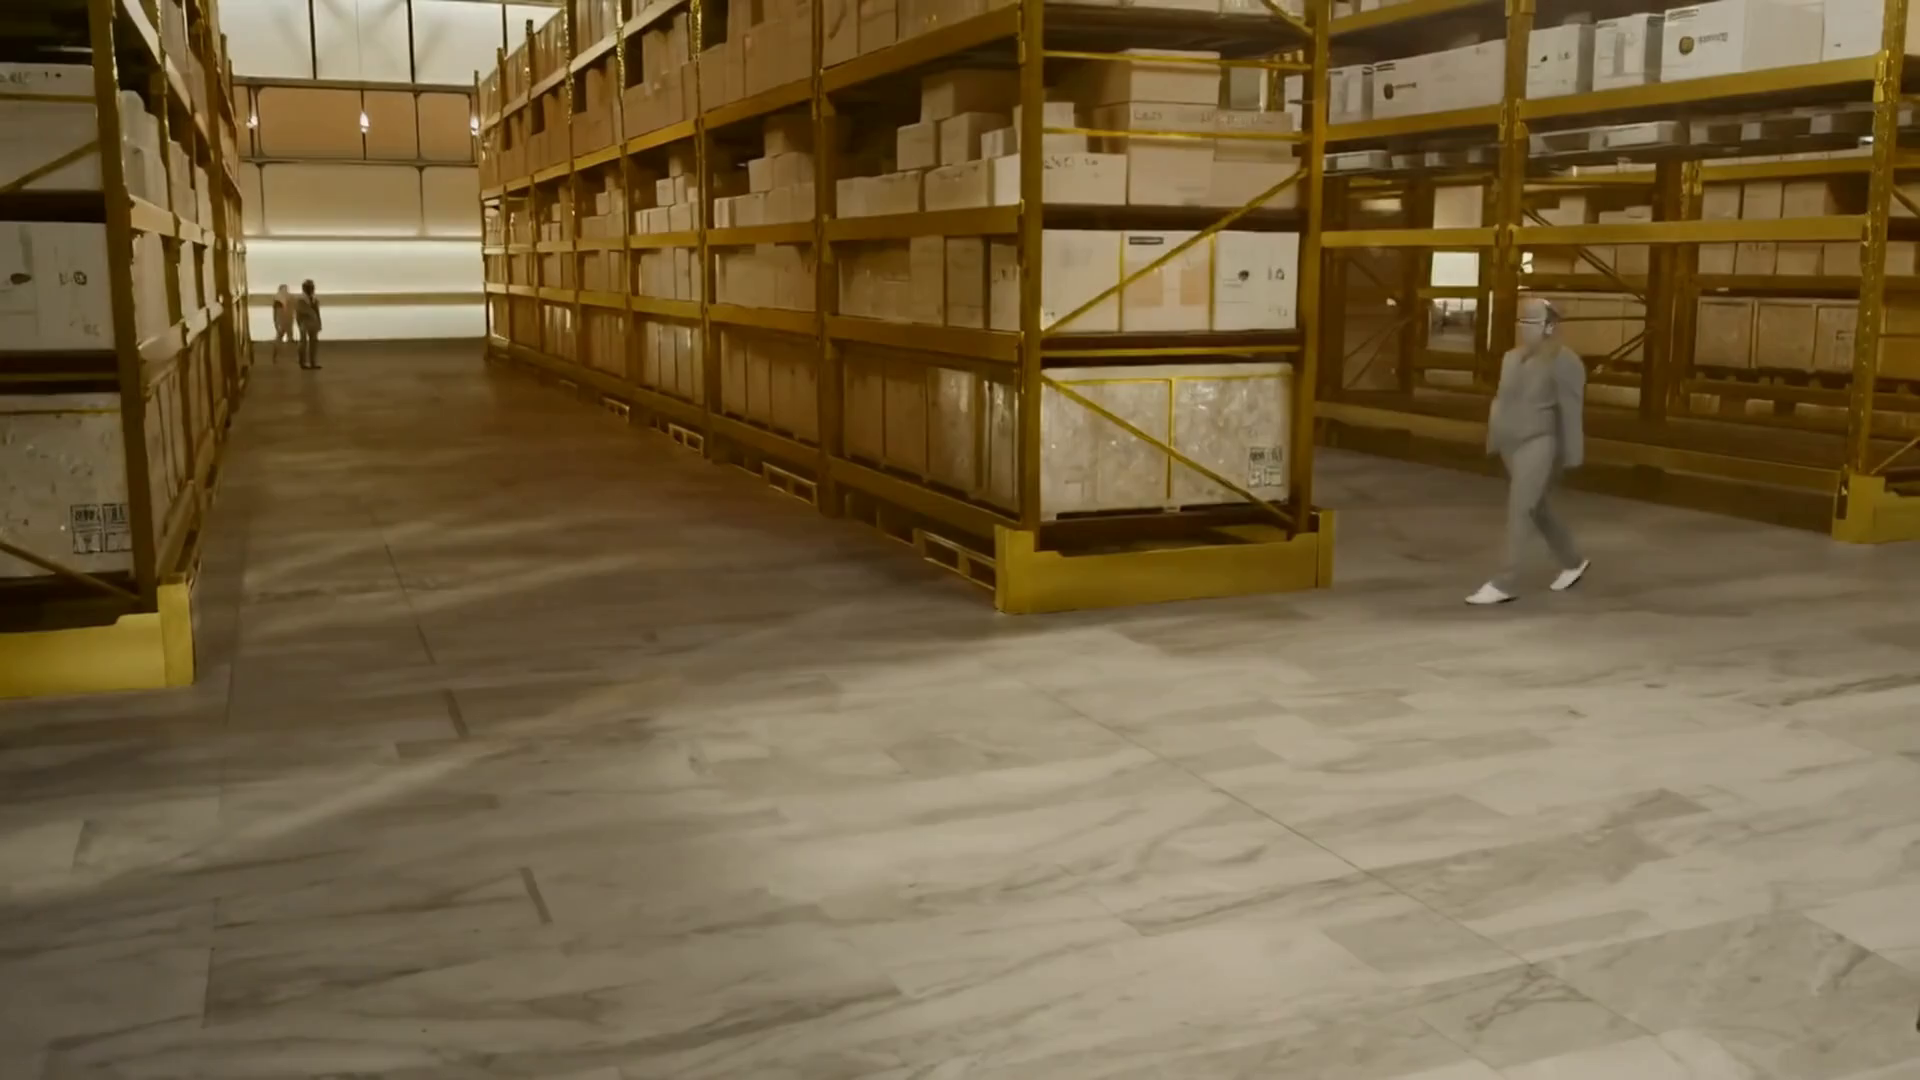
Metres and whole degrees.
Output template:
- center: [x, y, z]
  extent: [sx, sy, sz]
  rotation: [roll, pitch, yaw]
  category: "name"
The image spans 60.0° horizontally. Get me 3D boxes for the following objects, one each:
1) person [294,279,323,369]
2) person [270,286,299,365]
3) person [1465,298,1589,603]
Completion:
- center: [-12.665, -4.193, 32.391]
  extent: [0.360, 1.742, 0.563]
  rotation: [4, 10, 23]
  category: "person"
- center: [-13.796, -4.369, 33.854]
  extent: [0.764, 1.614, 0.508]
  rotation: [8, 13, 41]
  category: "person"
- center: [3.561, -0.556, 10.269]
  extent: [0.986, 1.872, 0.645]
  rotation: [-3, 10, -20]
  category: "person"
